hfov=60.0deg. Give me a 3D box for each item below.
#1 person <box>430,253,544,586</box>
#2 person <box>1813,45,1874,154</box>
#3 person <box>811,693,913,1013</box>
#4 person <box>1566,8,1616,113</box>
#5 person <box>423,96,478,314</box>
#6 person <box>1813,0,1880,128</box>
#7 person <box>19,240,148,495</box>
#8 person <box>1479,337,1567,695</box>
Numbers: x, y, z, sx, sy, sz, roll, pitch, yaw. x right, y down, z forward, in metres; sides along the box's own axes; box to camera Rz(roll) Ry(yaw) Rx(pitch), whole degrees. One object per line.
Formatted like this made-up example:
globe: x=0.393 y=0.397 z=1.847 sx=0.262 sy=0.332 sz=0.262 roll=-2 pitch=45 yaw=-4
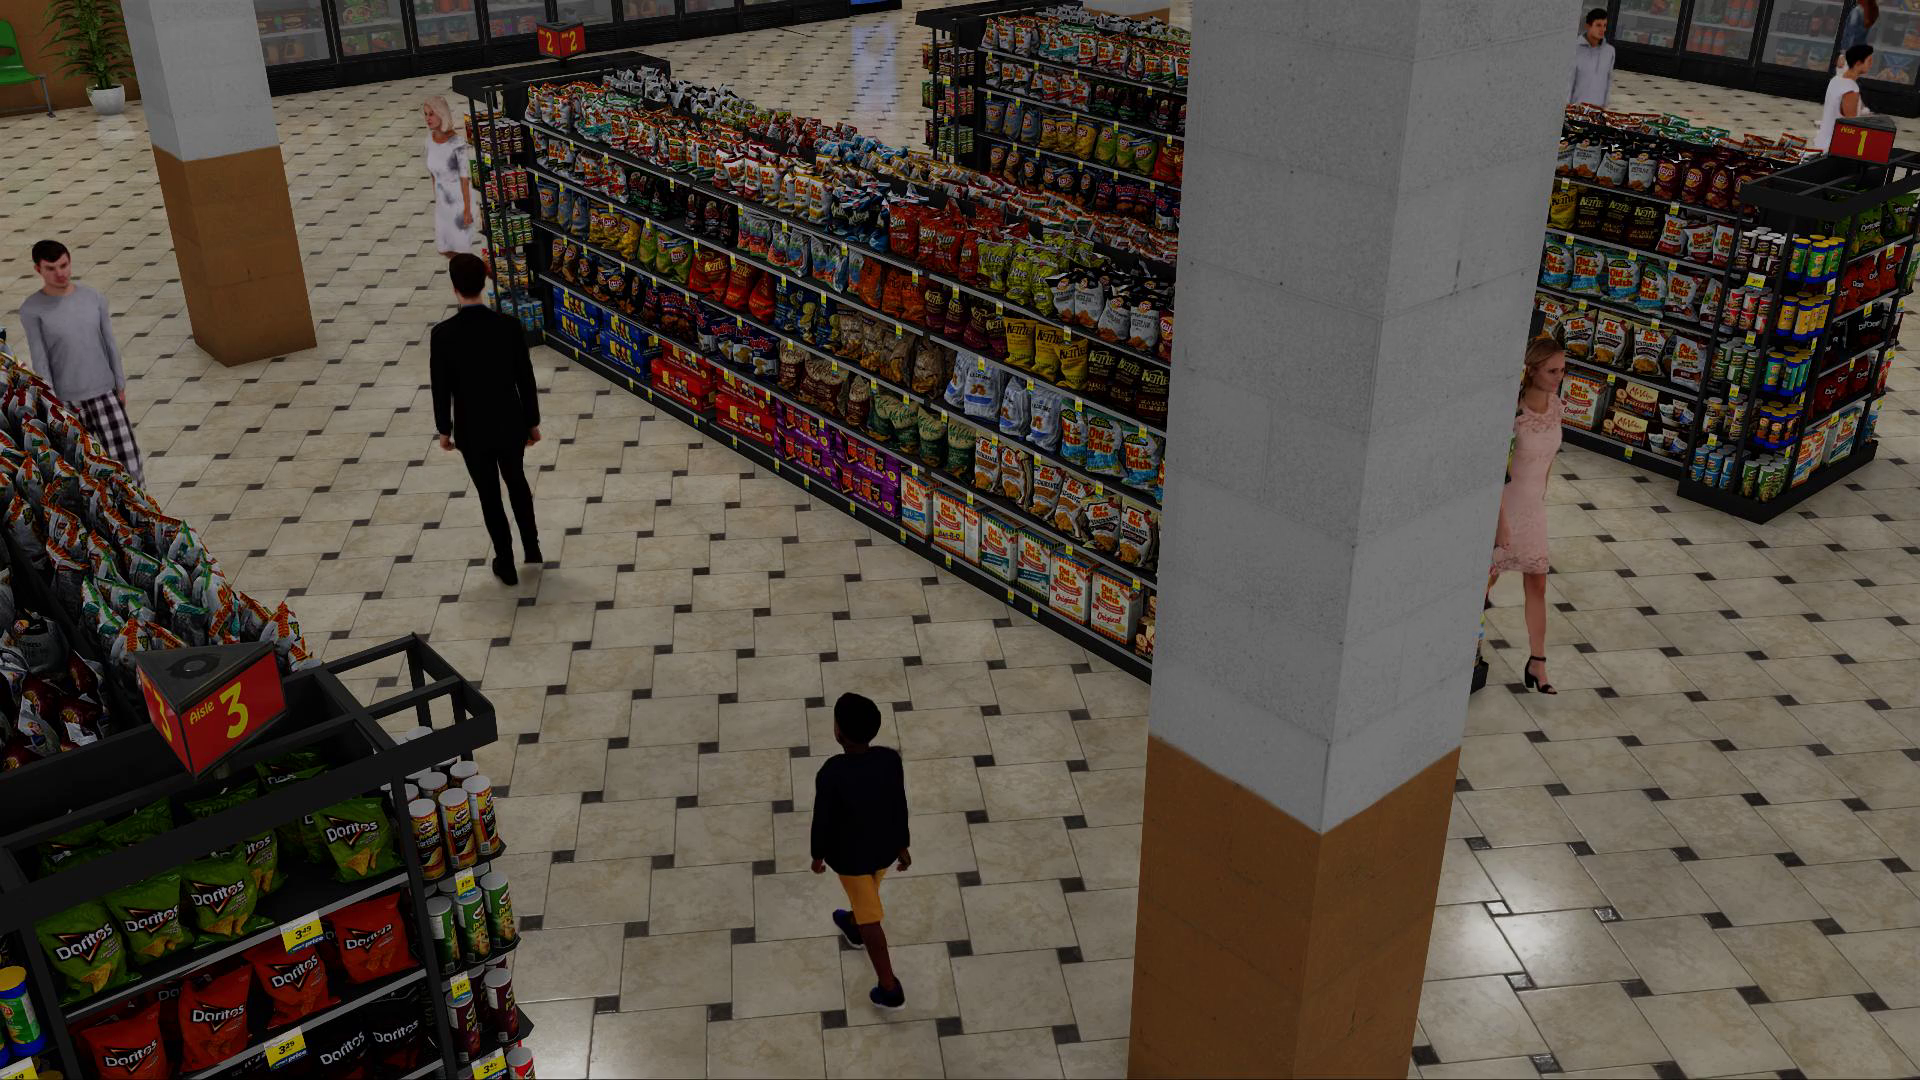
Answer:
person: x=-2.532 y=-0.600 z=9.045 sx=0.730 sy=1.881 sz=0.703 roll=-15 pitch=31 yaw=-28
person: x=7.763 y=-3.531 z=14.983 sx=1.225 sy=1.738 sz=1.084 roll=6 pitch=28 yaw=12
person: x=-0.331 y=1.183 z=6.232 sx=0.592 sy=1.245 sz=0.916 roll=-16 pitch=31 yaw=-28
person: x=5.923 y=-4.138 z=15.979 sx=0.831 sy=1.919 sz=0.853 roll=-6 pitch=28 yaw=-12
person: x=-4.002 y=-2.702 z=13.348 sx=0.756 sy=1.738 sz=0.791 roll=11 pitch=29 yaw=20
person: x=10.233 y=-5.500 z=18.913 sx=0.627 sy=1.695 sz=0.792 roll=-19 pitch=33 yaw=-33
person: x=-5.091 y=-0.850 z=9.591 sx=0.621 sy=1.833 sz=0.693 roll=-20 pitch=33 yaw=-34
person: x=2.673 y=-0.153 z=8.247 sx=0.786 sy=1.806 sz=0.979 roll=-9 pitch=28 yaw=-17
